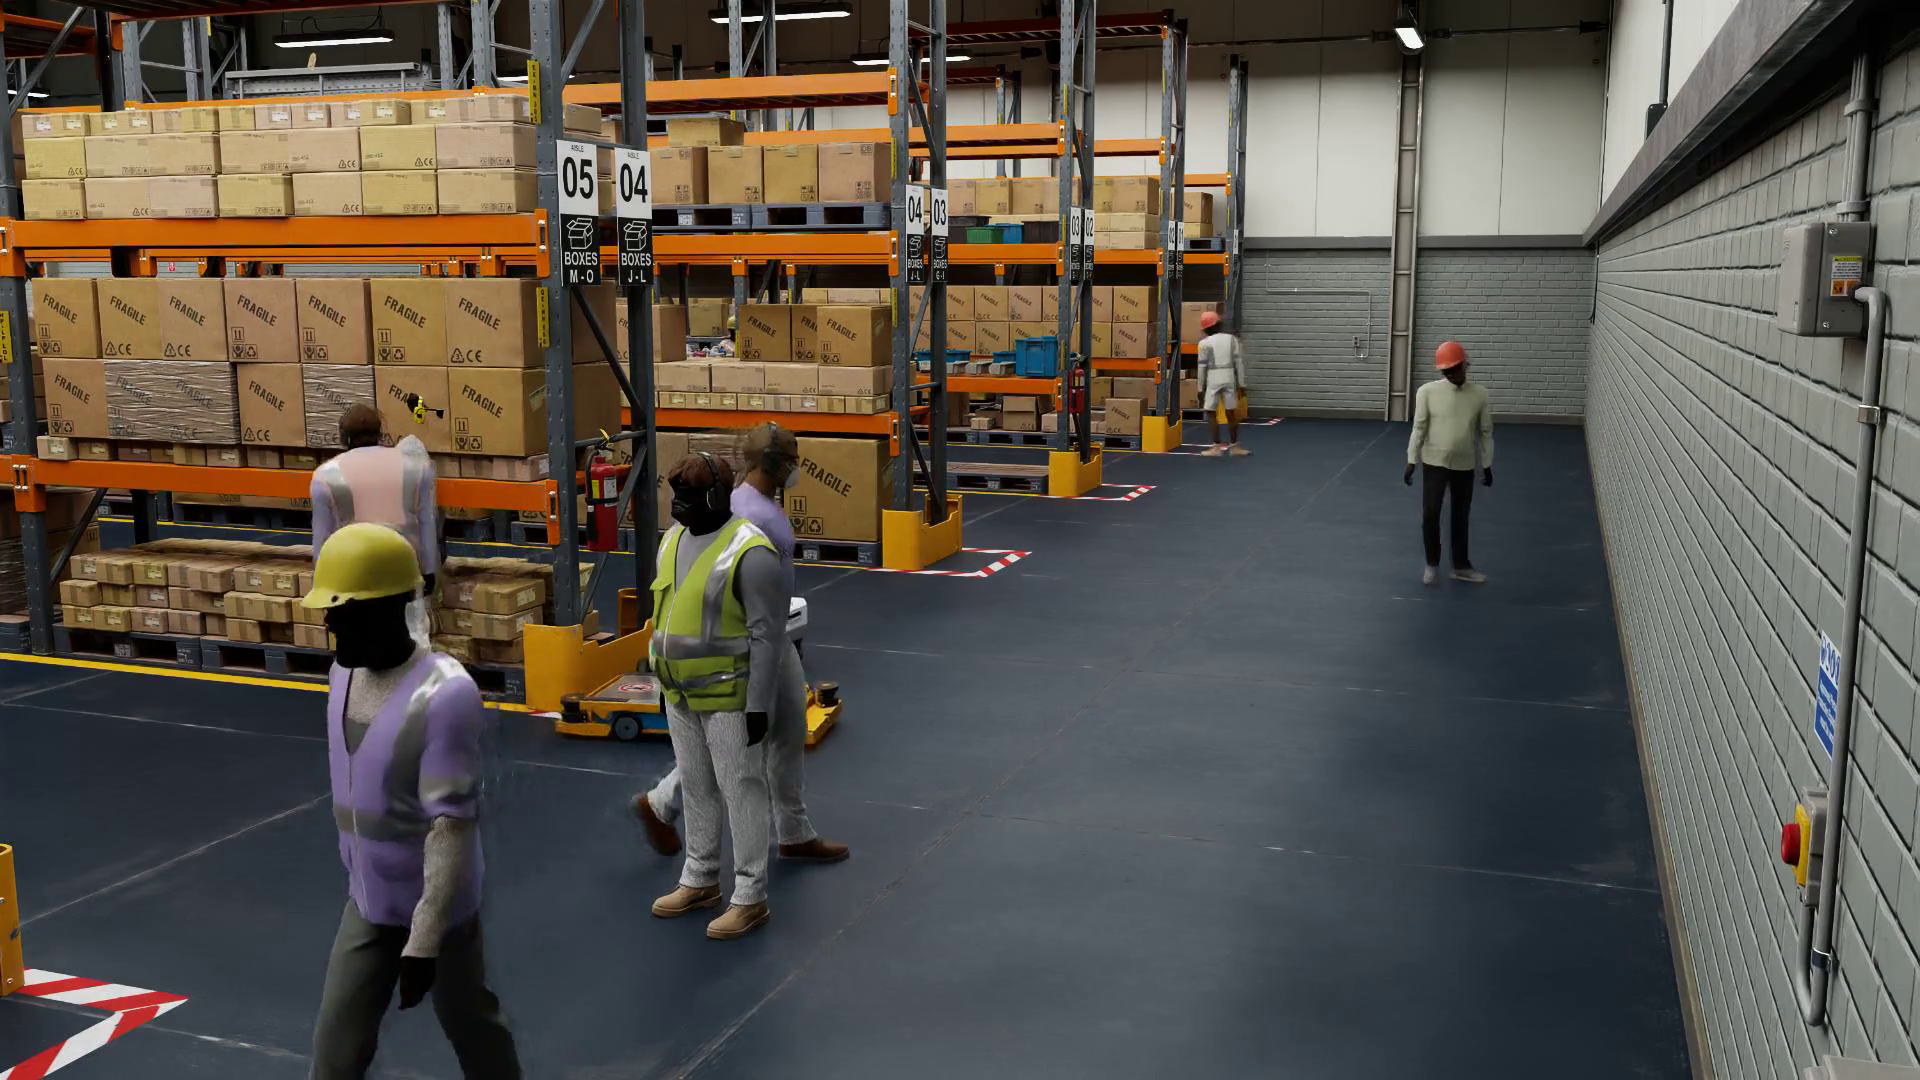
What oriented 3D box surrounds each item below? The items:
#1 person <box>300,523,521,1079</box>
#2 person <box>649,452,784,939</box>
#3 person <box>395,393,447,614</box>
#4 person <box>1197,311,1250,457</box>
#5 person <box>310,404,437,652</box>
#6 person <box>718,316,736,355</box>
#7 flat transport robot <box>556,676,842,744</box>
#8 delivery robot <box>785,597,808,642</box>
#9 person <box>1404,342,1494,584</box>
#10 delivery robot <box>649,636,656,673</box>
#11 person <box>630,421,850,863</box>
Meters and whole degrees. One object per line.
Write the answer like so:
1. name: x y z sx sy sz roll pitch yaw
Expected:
1. person: -1.460 0.904 4.135 0.604 1.881 0.940 7 11 36
2. person: -0.948 0.581 6.316 0.632 1.842 0.429 8 12 43
3. person: -3.137 0.015 9.803 0.333 1.860 0.510 0 9 1
4. person: 3.593 -2.112 22.683 0.798 2.002 0.366 -3 10 -18
5. person: -3.090 0.186 8.884 0.651 1.818 0.709 -6 11 -32
6. person: -3.105 -2.136 23.053 0.389 1.918 0.626 5 11 30
7. flat transport robot: -1.417 0.914 9.124 1.431 0.197 0.652 1 9 9
8. delivery robot: -1.245 0.514 10.444 0.477 0.478 0.707 4 10 22
9. person: 3.930 -0.610 13.371 0.718 1.961 0.465 0 9 0
10. delivery robot: -1.645 0.606 9.868 0.477 0.478 0.707 -1 9 -5
11. person: -0.934 0.451 6.976 0.837 1.906 0.640 1 9 4
